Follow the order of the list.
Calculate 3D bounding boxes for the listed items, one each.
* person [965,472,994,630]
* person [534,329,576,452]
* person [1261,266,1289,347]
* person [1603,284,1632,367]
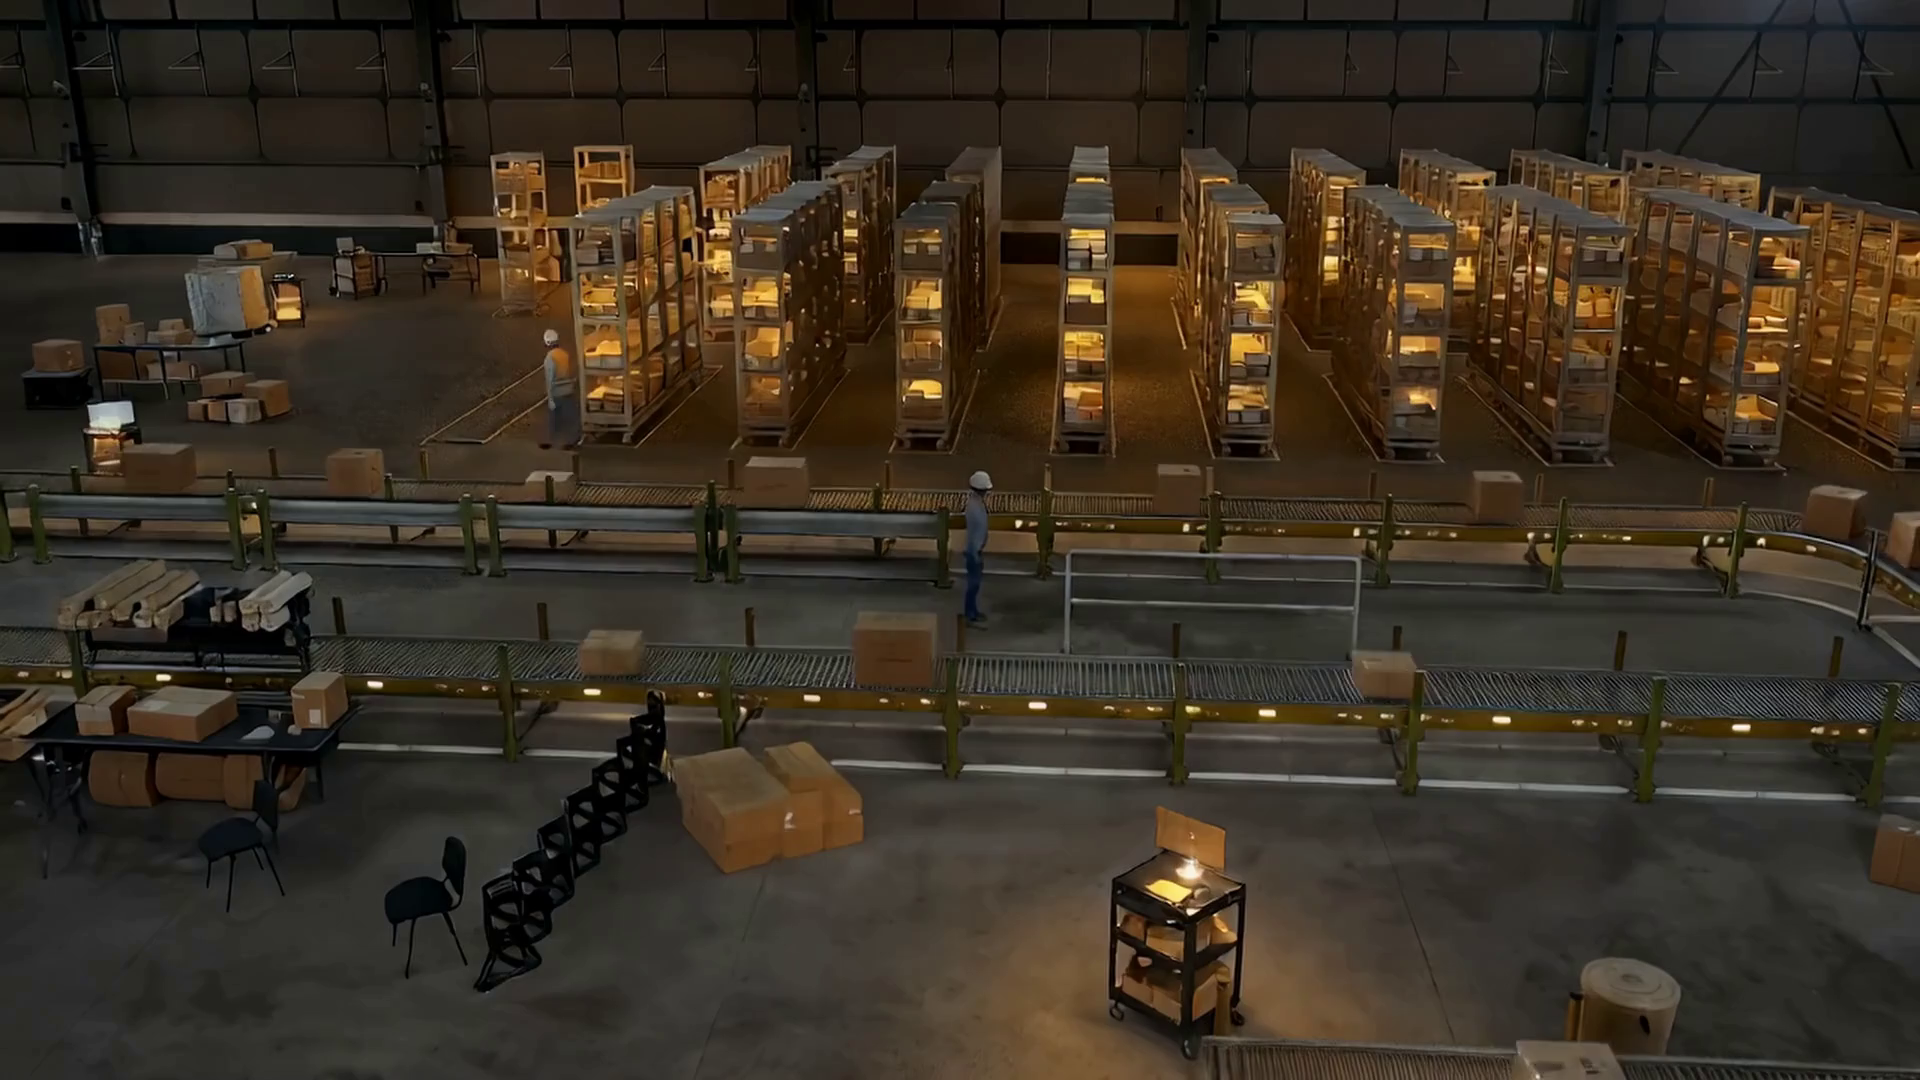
[{"bbox_3d":[0.210,0.101,18.350,0.314,1.767,0.534,1,18,2],"label":"person"},{"bbox_3d":[-6.314,-2.324,25.789,0.797,1.915,0.623,10,20,29],"label":"person"},{"bbox_3d":[6.387,-4.844,33.961,0.624,1.818,0.497,-1,18,-2],"label":"person"},{"bbox_3d":[12.377,-4.038,31.345,0.378,1.848,0.570,-13,22,-36],"label":"person"}]
